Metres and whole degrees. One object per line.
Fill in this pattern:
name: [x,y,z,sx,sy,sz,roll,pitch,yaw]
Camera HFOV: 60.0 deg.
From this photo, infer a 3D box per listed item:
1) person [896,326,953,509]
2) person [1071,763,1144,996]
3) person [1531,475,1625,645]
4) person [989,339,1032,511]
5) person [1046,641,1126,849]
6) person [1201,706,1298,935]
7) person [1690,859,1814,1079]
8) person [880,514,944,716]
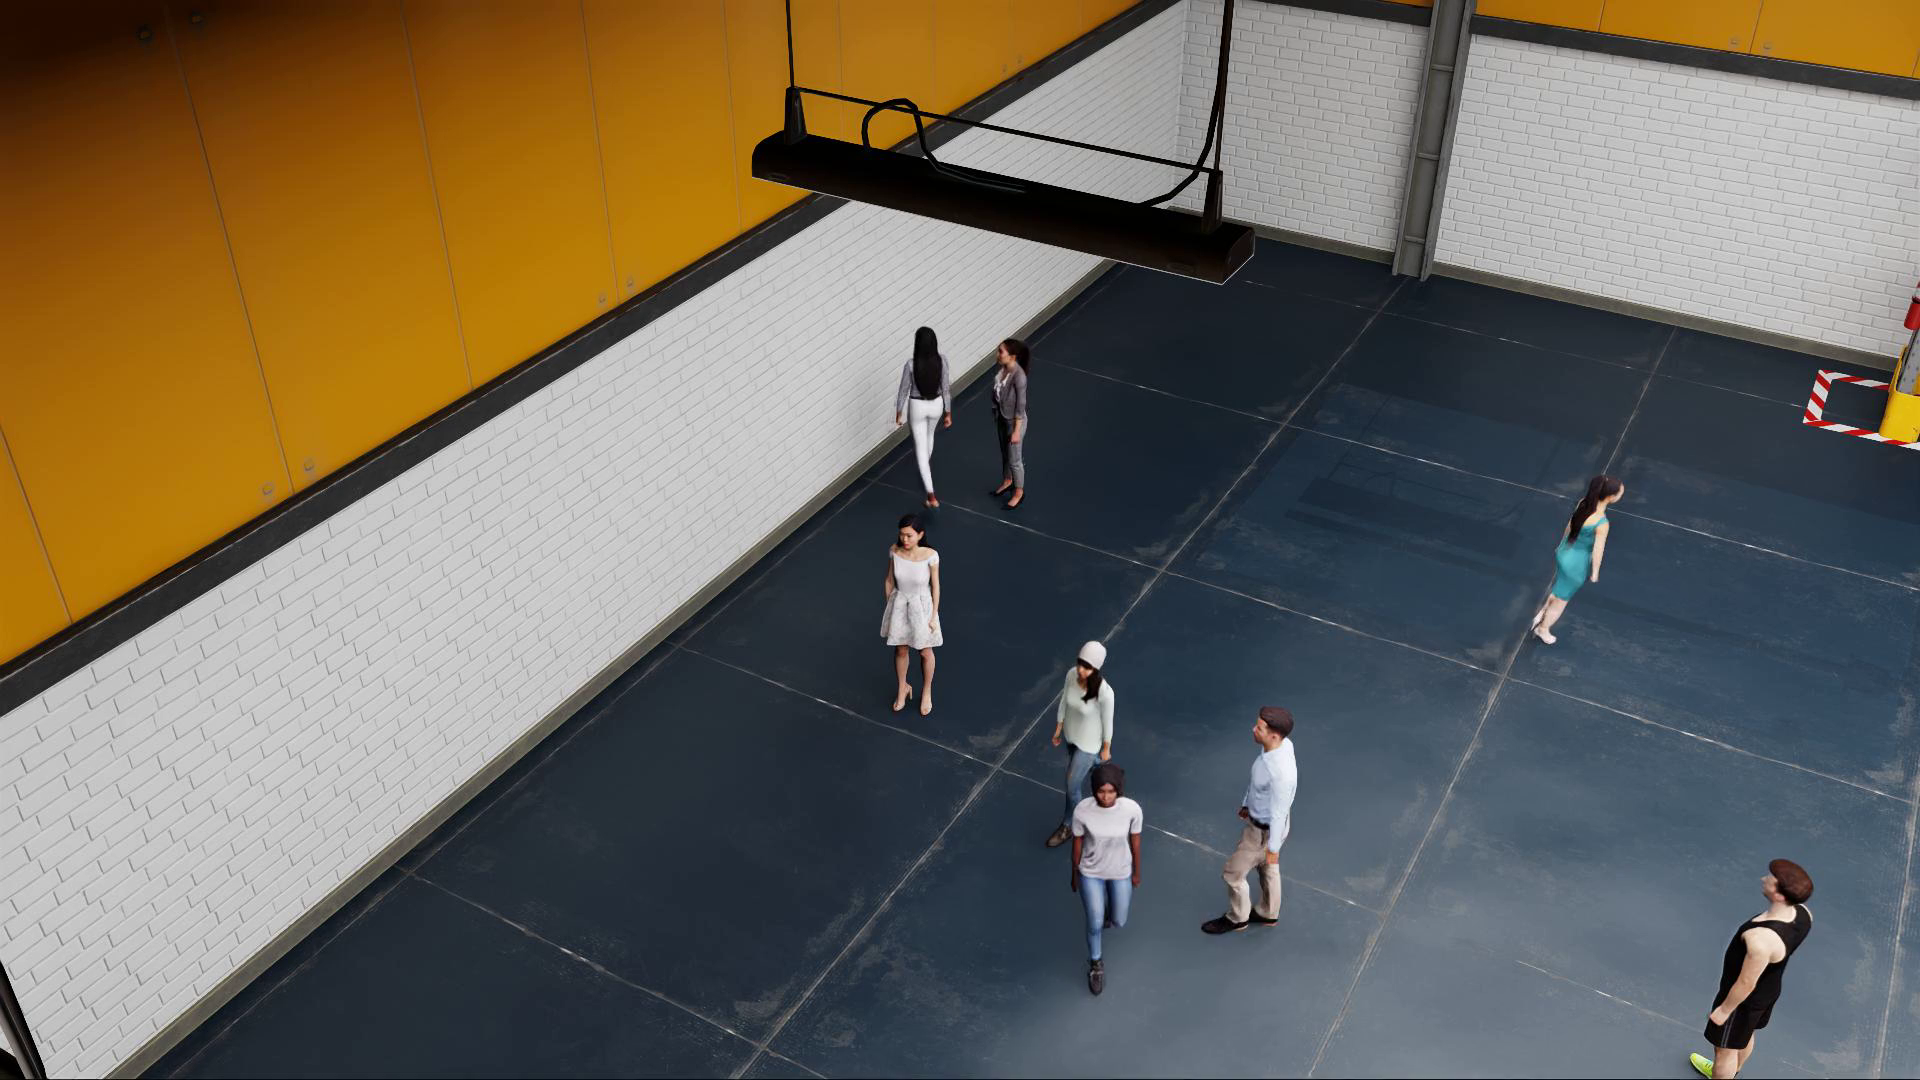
person: [-0.298,-1.088,15.139,1.153,1.677,1.241,-10,35,-14]
person: [0.907,2.039,10.410,0.919,1.705,0.905,0,34,0]
person: [4.812,0.193,13.218,0.768,1.671,0.723,-9,35,-13]
person: [0.473,-1.070,15.115,0.788,1.676,0.713,-11,35,-16]
person: [0.902,1.337,11.542,0.875,1.621,1.062,-25,41,-32]
person: [2.028,1.825,10.617,0.879,1.833,0.812,3,34,5]
person: [4.495,2.549,9.473,0.737,1.893,0.694,-27,42,-35]
person: [-0.358,0.562,12.569,0.660,1.775,0.776,8,35,12]
